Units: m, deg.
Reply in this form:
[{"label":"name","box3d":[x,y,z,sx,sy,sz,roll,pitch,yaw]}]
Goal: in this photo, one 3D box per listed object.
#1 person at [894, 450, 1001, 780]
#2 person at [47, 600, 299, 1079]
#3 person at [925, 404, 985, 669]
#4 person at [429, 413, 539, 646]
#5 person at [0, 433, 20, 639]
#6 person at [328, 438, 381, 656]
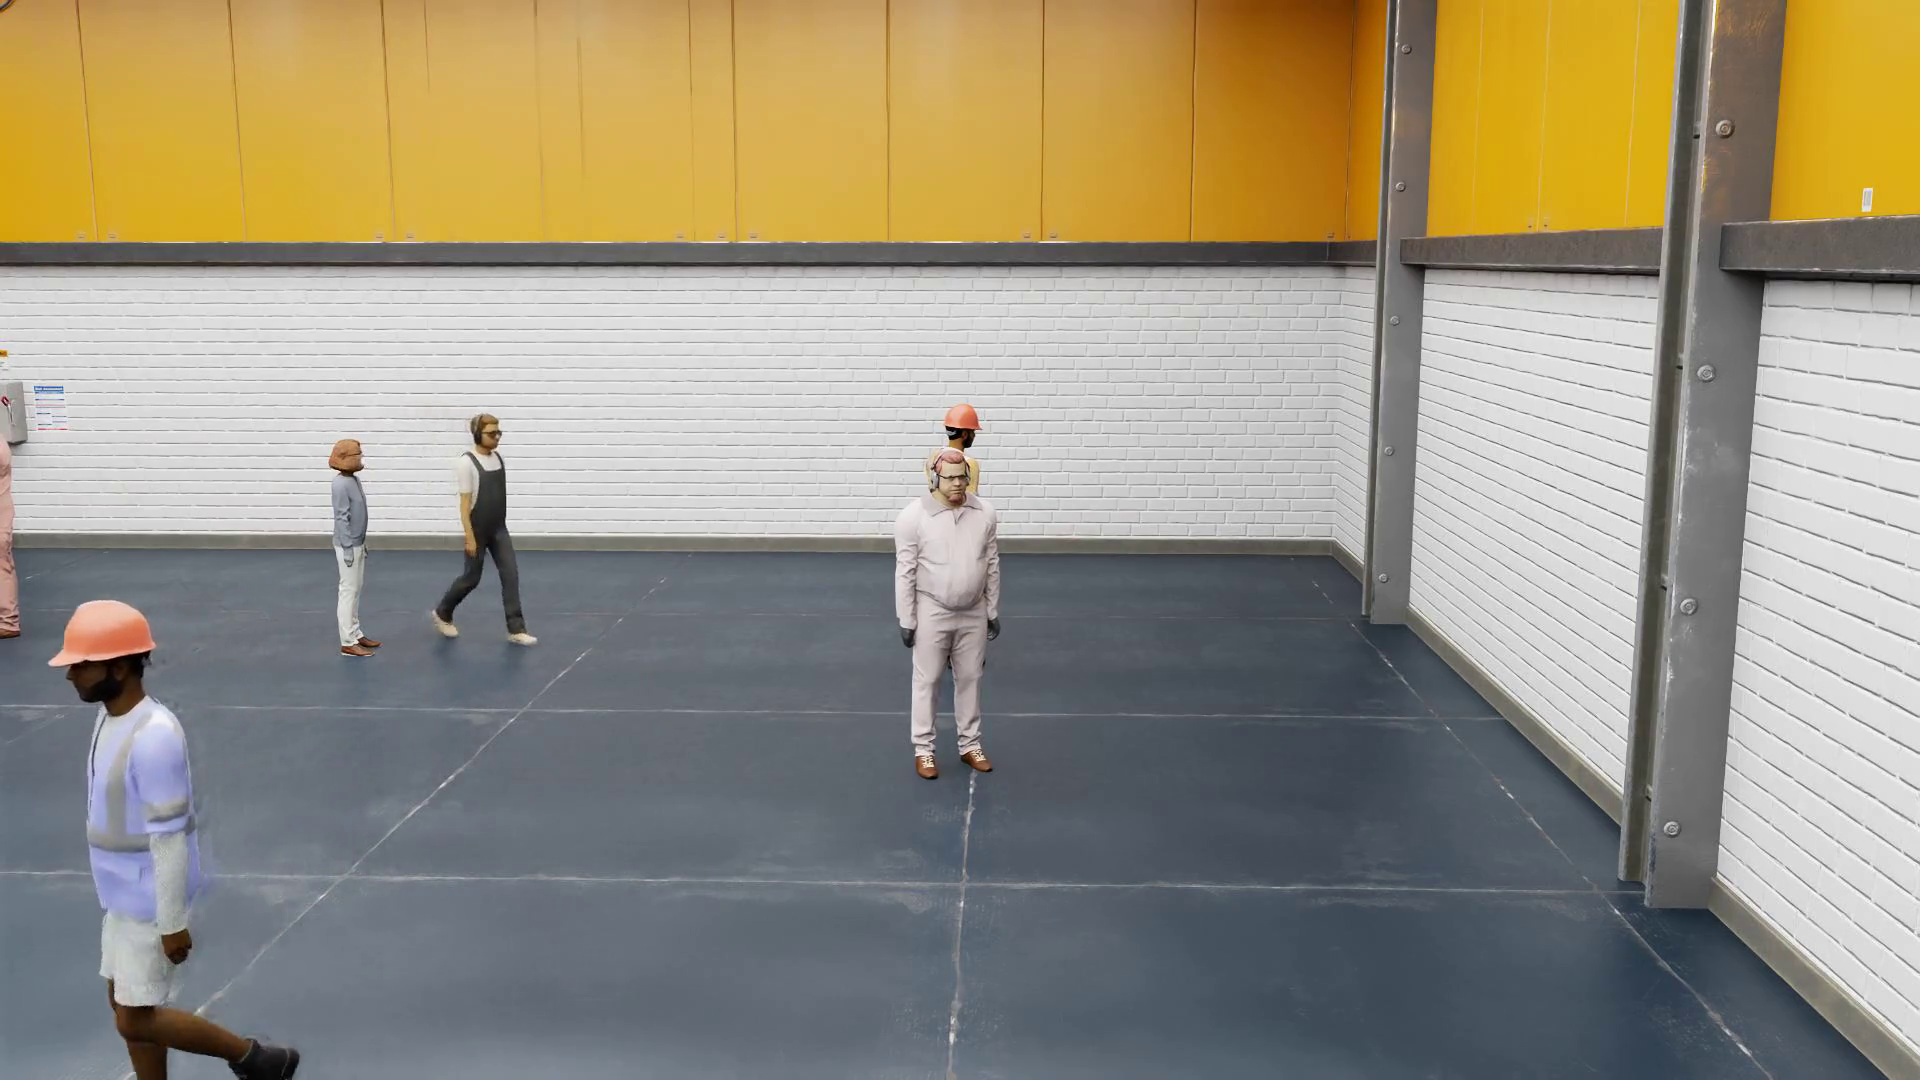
[{"label":"person","box3d":[-0.054,0.426,9.572,0.645,1.903,0.401,-4,11,-25]},{"label":"person","box3d":[-2.594,1.124,5.433,0.568,1.923,0.552,-7,12,-36]},{"label":"person","box3d":[-0.012,-0.025,12.120,0.382,1.931,0.540,-8,12,-38]},{"label":"person","box3d":[-3.727,-0.084,12.832,0.888,1.817,0.518,5,11,25]},{"label":"person","box3d":[-7.639,-0.171,13.055,0.403,1.904,0.669,-5,11,-25]},{"label":"person","box3d":[-4.570,0.050,12.526,0.280,1.636,0.502,-1,10,-8]}]
